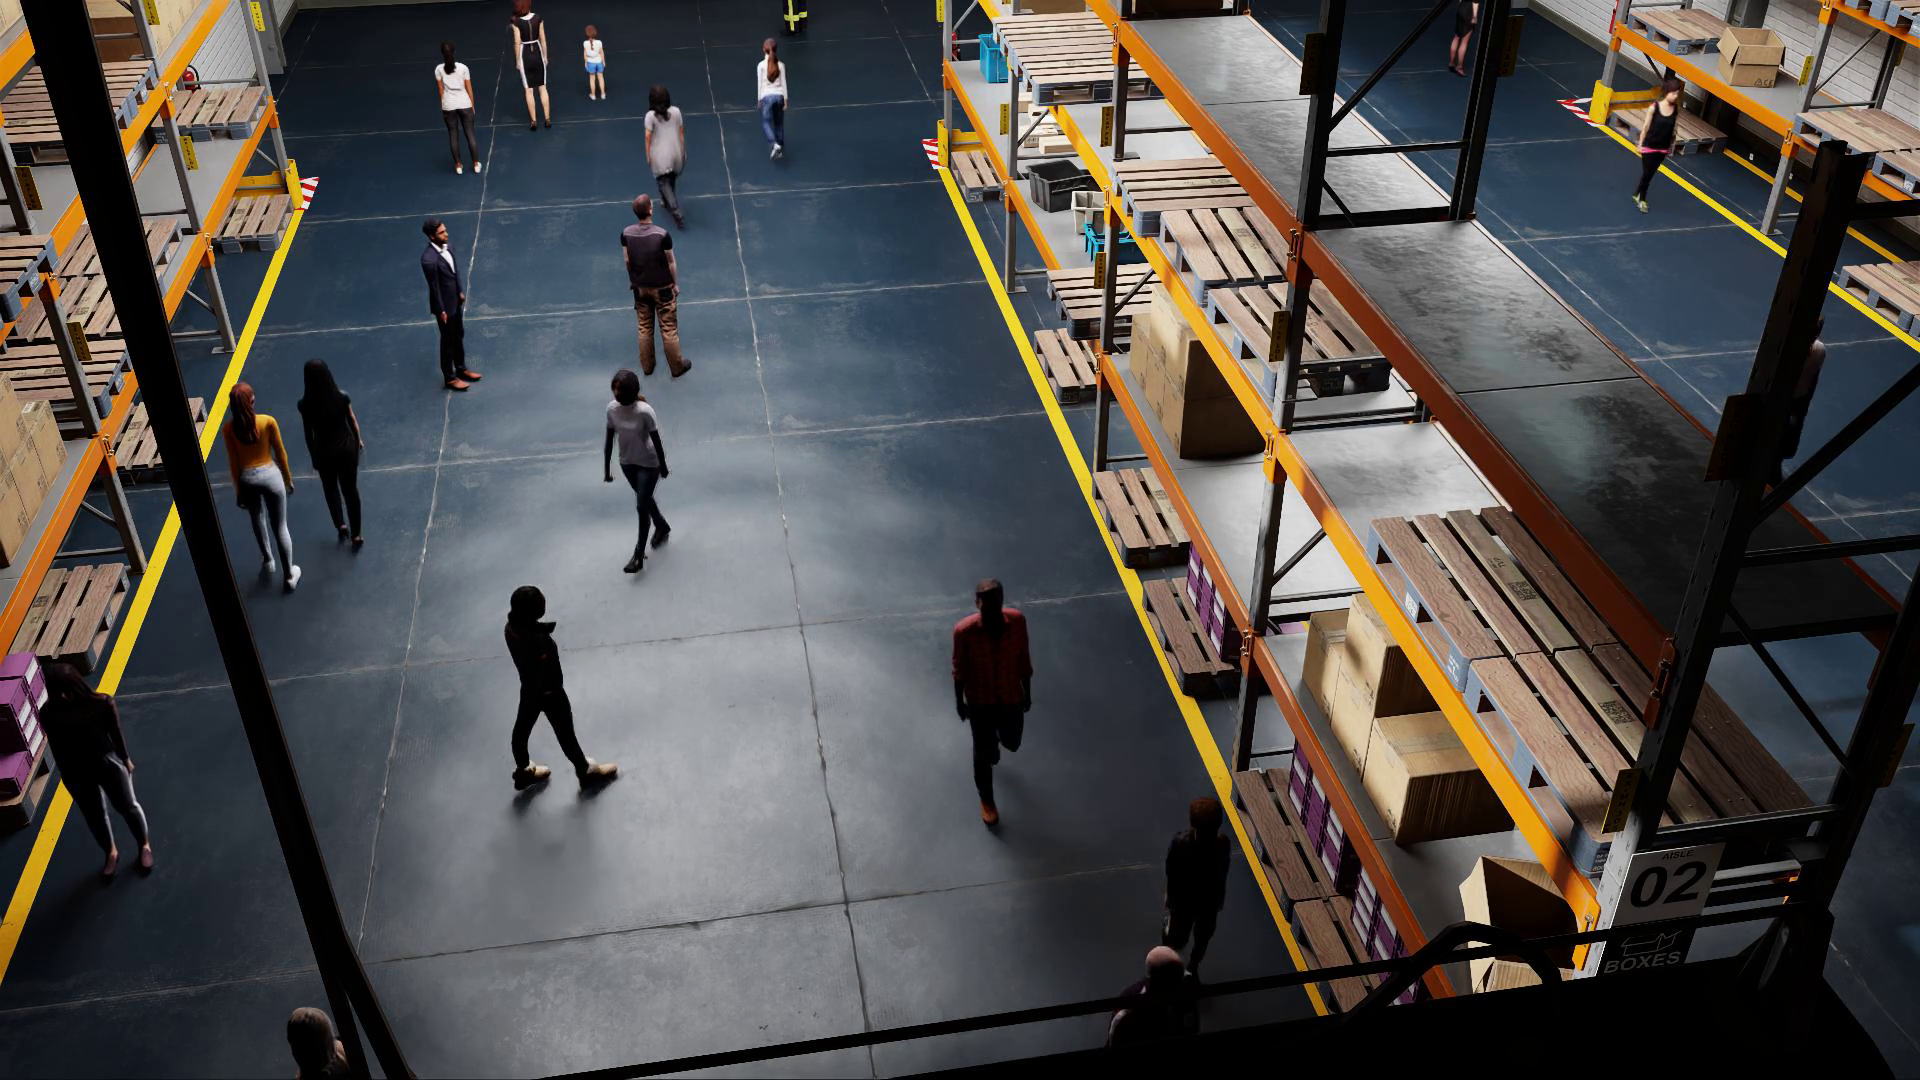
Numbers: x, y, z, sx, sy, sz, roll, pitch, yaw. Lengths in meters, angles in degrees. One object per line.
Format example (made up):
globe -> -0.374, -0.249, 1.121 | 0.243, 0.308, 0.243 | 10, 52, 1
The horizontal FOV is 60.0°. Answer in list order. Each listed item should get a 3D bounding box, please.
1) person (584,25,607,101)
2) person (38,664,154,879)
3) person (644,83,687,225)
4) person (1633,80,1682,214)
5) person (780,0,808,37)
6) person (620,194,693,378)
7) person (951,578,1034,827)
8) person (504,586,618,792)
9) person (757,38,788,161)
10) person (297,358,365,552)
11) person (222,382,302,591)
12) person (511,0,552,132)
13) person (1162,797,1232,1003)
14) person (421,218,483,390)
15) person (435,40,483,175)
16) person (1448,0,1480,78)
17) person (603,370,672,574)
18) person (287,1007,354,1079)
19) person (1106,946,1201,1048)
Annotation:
person -> -5.075, -6.638, 23.081 | 0.433, 1.020, 0.443 | -9, 35, -13
person -> -5.417, 1.436, 10.402 | 0.595, 1.607, 0.538 | -7, 34, -11
person -> -3.388, -4.460, 19.291 | 0.898, 1.588, 1.102 | -22, 40, -30
person -> 8.215, -4.716, 19.724 | 0.561, 1.535, 0.755 | -5, 34, -7
person -> -2.571, -8.728, 25.354 | 0.930, 1.983, 0.818 | 14, 36, 20
person -> -2.968, -2.452, 16.040 | 0.769, 1.841, 0.742 | 8, 34, 12
person -> 0.197, 0.969, 10.919 | 0.756, 1.813, 0.988 | -9, 35, -13
person -> -2.673, 0.946, 11.103 | 0.894, 1.649, 0.922 | 3, 34, 4
person -> -2.352, -5.503, 20.901 | 0.606, 1.542, 0.873 | -10, 35, -15
person -> -5.021, -0.656, 13.443 | 0.630, 1.726, 0.643 | -13, 36, -19
person -> -5.479, -0.390, 13.050 | 0.668, 1.718, 0.770 | -12, 35, -17
person -> -5.622, -6.257, 21.806 | 0.657, 1.796, 0.641 | -16, 37, -23
person -> 1.362, 2.025, 9.671 | 0.527, 1.435, 0.702 | -5, 34, -8
person -> -4.903, -2.271, 15.875 | 0.751, 1.724, 0.604 | 6, 34, 9
person -> -6.224, -5.356, 20.587 | 0.574, 1.644, 0.532 | -10, 35, -14
person -> 7.233, -7.506, 23.768 | 0.658, 1.704, 0.452 | -8, 34, -11
person -> -2.546, -0.639, 13.448 | 0.956, 1.691, 1.118 | 13, 36, 18
person -> -2.972, 2.890, 8.014 | 0.709, 1.830, 0.597 | 12, 35, 17
person -> 0.877, 2.647, 8.392 | 0.877, 1.816, 0.924 | -25, 41, -32
